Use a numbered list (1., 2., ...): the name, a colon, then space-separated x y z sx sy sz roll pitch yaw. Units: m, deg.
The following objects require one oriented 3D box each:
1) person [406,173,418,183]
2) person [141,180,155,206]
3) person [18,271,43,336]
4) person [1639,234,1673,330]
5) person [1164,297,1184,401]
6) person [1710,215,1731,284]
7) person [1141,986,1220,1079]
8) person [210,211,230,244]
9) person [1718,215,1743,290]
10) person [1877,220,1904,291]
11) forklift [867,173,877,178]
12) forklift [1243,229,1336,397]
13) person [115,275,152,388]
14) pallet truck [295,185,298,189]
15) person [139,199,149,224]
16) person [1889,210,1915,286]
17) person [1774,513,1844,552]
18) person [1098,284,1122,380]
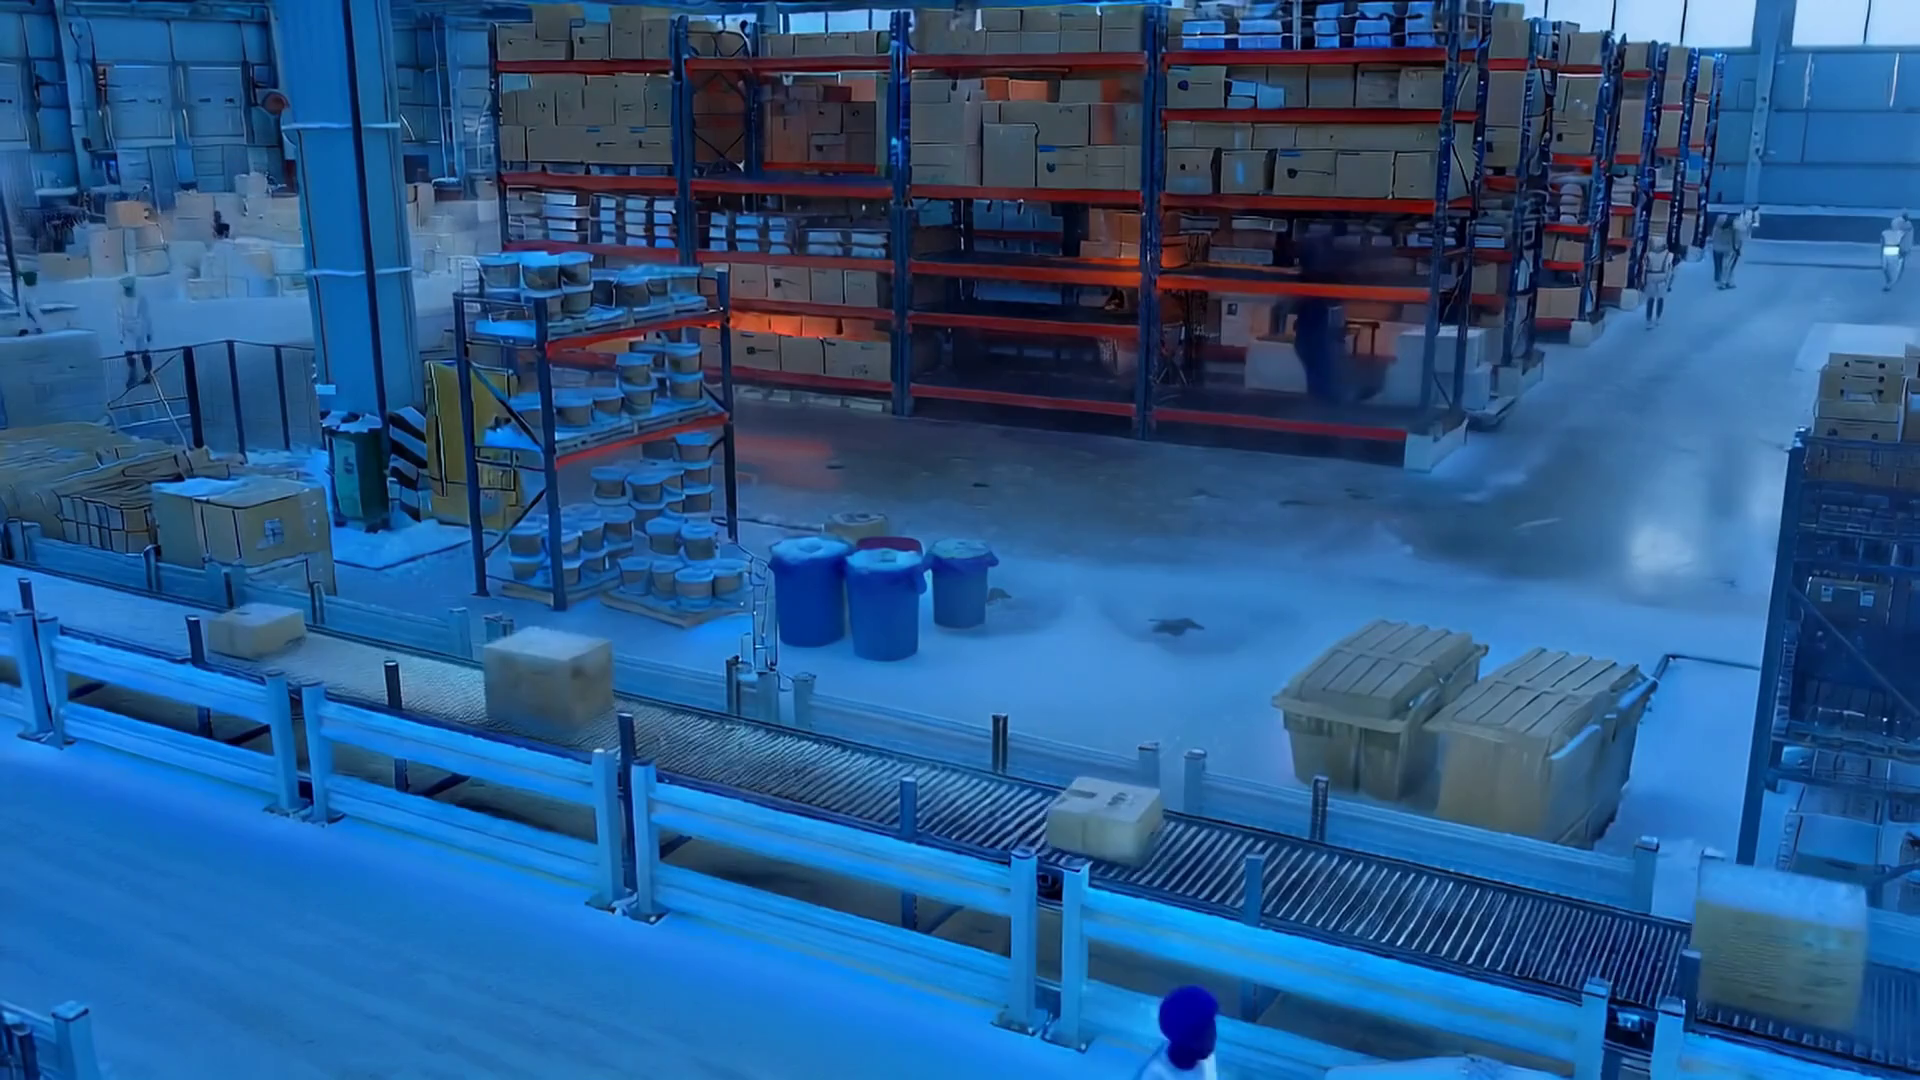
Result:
1. person: -22.067 -13.874 67.209 0.567 1.860 0.824 -11 18 -35
2. person: -32.738 -13.680 66.944 0.519 1.616 0.662 7 17 26
3. person: -17.607 -4.265 31.515 0.760 1.633 0.557 -7 16 -25
4. person: 14.780 -5.484 35.341 0.646 2.030 0.456 7 16 25
5. person: 3.472 -3.113 27.067 0.320 1.698 0.531 -3 15 -10
6. person: 20.204 -7.683 44.035 0.620 1.814 0.667 -13 20 -40
7. person: 0.858 2.438 6.282 0.861 1.644 0.551 9 17 30
8. person: -19.501 -7.715 43.945 0.391 1.920 0.593 6 16 22
9. person: 19.892 -7.389 42.780 0.636 1.900 0.396 -12 19 -38
10. person: 23.684 -7.221 42.302 0.576 1.809 0.748 2 15 9
11. forklift: -2.871 -11.646 56.880 1.873 2.768 1.129 -8 17 -27
12. forklift: 5.568 -3.500 26.259 1.873 2.768 1.129 8 17 28
13. person: -14.011 -3.515 28.183 0.576 1.902 0.866 -2 15 -9
14. pallet truck: -26.804 -14.617 69.738 1.885 1.965 0.823 -14 20 -42
15. person: -24.434 -9.201 49.580 0.564 1.899 0.891 4 16 16
16. person: 24.777 -7.715 43.889 0.619 1.966 0.972 9 17 30
17. person: 9.146 -0.531 17.568 0.514 1.587 0.850 -14 20 -42
18. person: 2.529 -3.609 28.531 0.409 1.907 0.651 -3 15 -12
